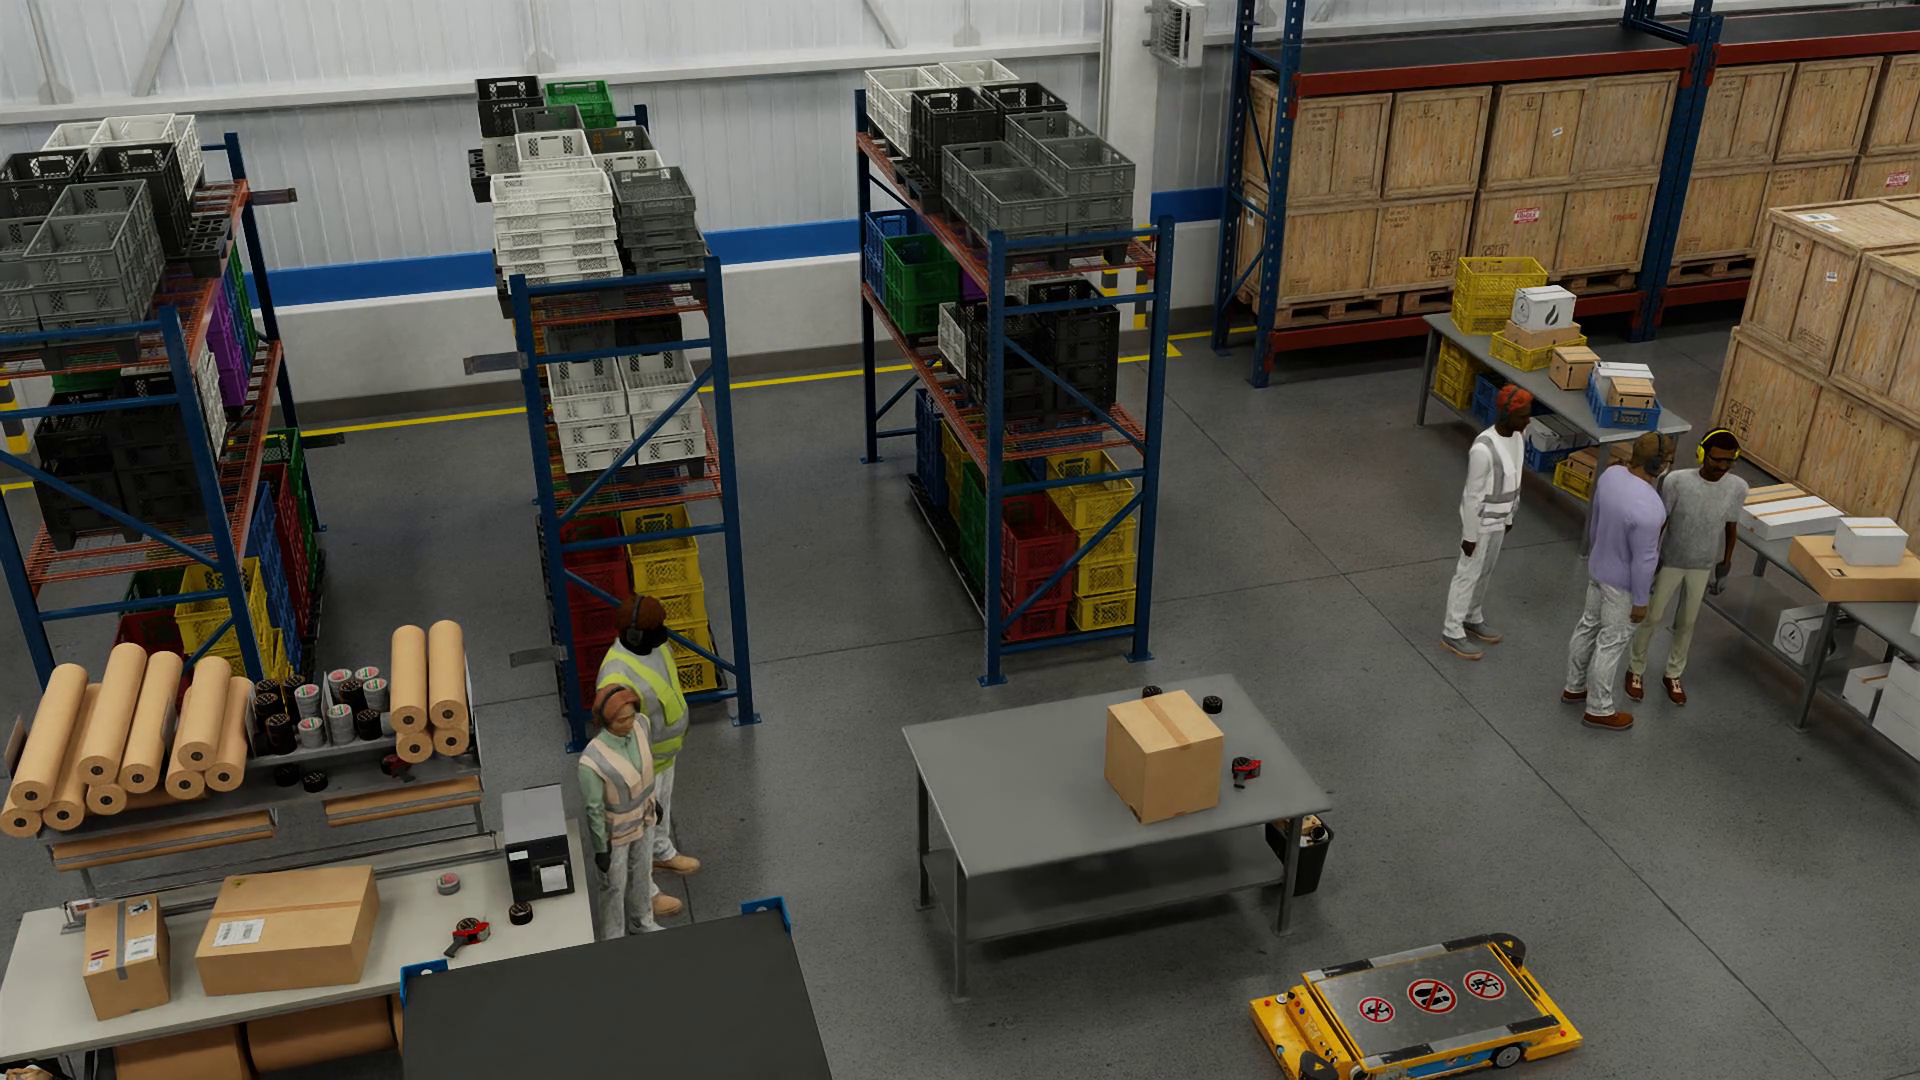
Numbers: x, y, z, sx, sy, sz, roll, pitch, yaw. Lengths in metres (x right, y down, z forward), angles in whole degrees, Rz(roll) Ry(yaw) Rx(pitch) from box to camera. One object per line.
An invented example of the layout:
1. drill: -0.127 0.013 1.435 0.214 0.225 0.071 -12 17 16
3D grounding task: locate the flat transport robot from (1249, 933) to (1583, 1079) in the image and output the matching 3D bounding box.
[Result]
1. flat transport robot: 2.184 2.282 7.980 1.431 0.197 0.652 -8 30 -14

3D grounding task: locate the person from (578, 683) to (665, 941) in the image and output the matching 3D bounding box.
1. person: -1.641 1.405 8.167 0.311 1.636 0.521 12 31 21

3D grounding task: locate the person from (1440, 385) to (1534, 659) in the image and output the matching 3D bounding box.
1. person: 3.404 -0.126 10.714 0.354 1.875 0.566 24 37 37

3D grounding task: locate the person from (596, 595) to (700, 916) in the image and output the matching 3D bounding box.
1. person: -1.597 1.086 8.551 0.430 1.836 0.629 4 29 7

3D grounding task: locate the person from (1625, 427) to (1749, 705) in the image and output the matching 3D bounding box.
1. person: 4.462 0.161 10.206 0.514 1.866 0.337 4 29 8

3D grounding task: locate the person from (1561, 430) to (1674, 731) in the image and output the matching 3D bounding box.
1. person: 3.965 0.233 9.997 0.373 1.935 0.627 -3 29 -6
